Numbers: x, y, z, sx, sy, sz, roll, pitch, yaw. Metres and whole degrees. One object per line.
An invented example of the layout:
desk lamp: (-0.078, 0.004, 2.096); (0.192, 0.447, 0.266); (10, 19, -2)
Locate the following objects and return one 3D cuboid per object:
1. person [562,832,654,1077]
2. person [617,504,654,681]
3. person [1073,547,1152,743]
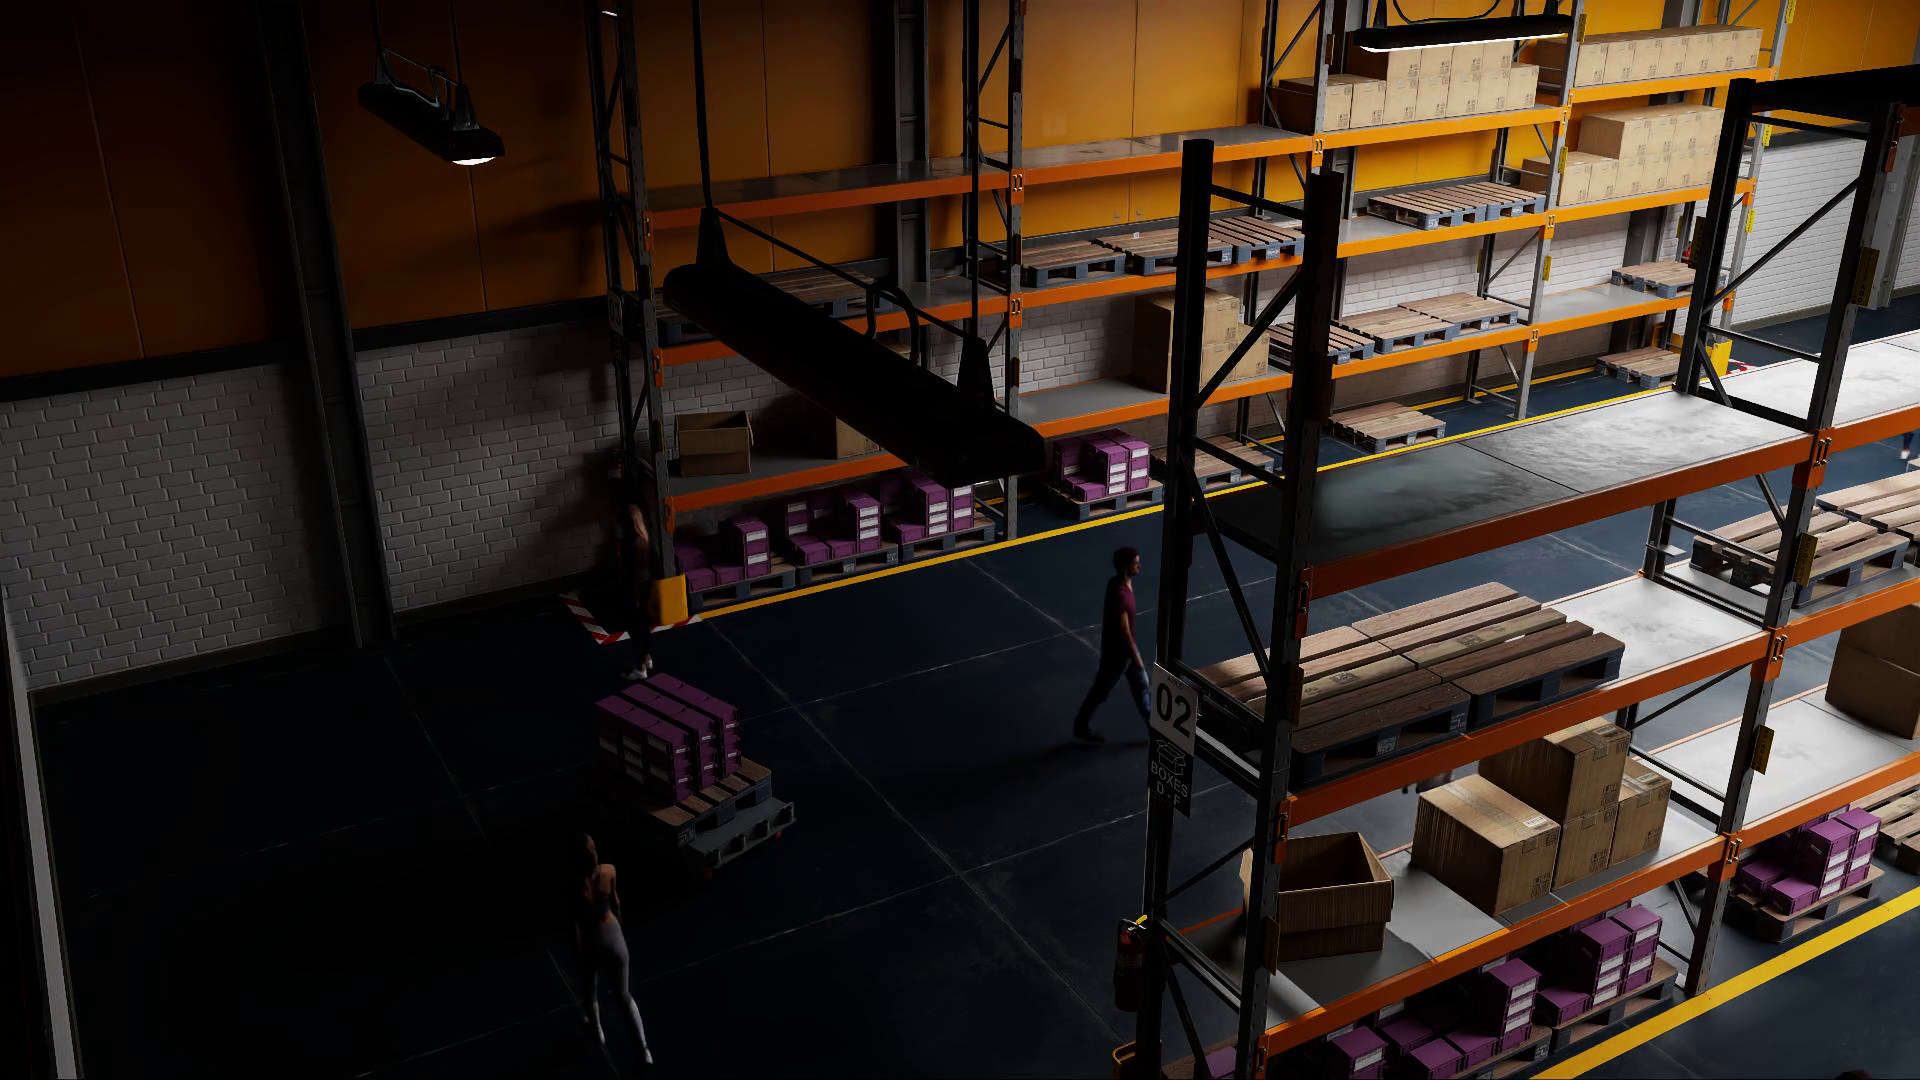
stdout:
person: (-2.222, 2.616, 10.463); (1.029, 1.676, 0.674); (-16, 28, -32)
person: (-2.941, 0.451, 15.387); (0.722, 1.699, 0.717); (-2, 24, -4)
person: (1.263, 0.936, 14.150); (1.224, 1.801, 1.122); (4, 24, 10)
